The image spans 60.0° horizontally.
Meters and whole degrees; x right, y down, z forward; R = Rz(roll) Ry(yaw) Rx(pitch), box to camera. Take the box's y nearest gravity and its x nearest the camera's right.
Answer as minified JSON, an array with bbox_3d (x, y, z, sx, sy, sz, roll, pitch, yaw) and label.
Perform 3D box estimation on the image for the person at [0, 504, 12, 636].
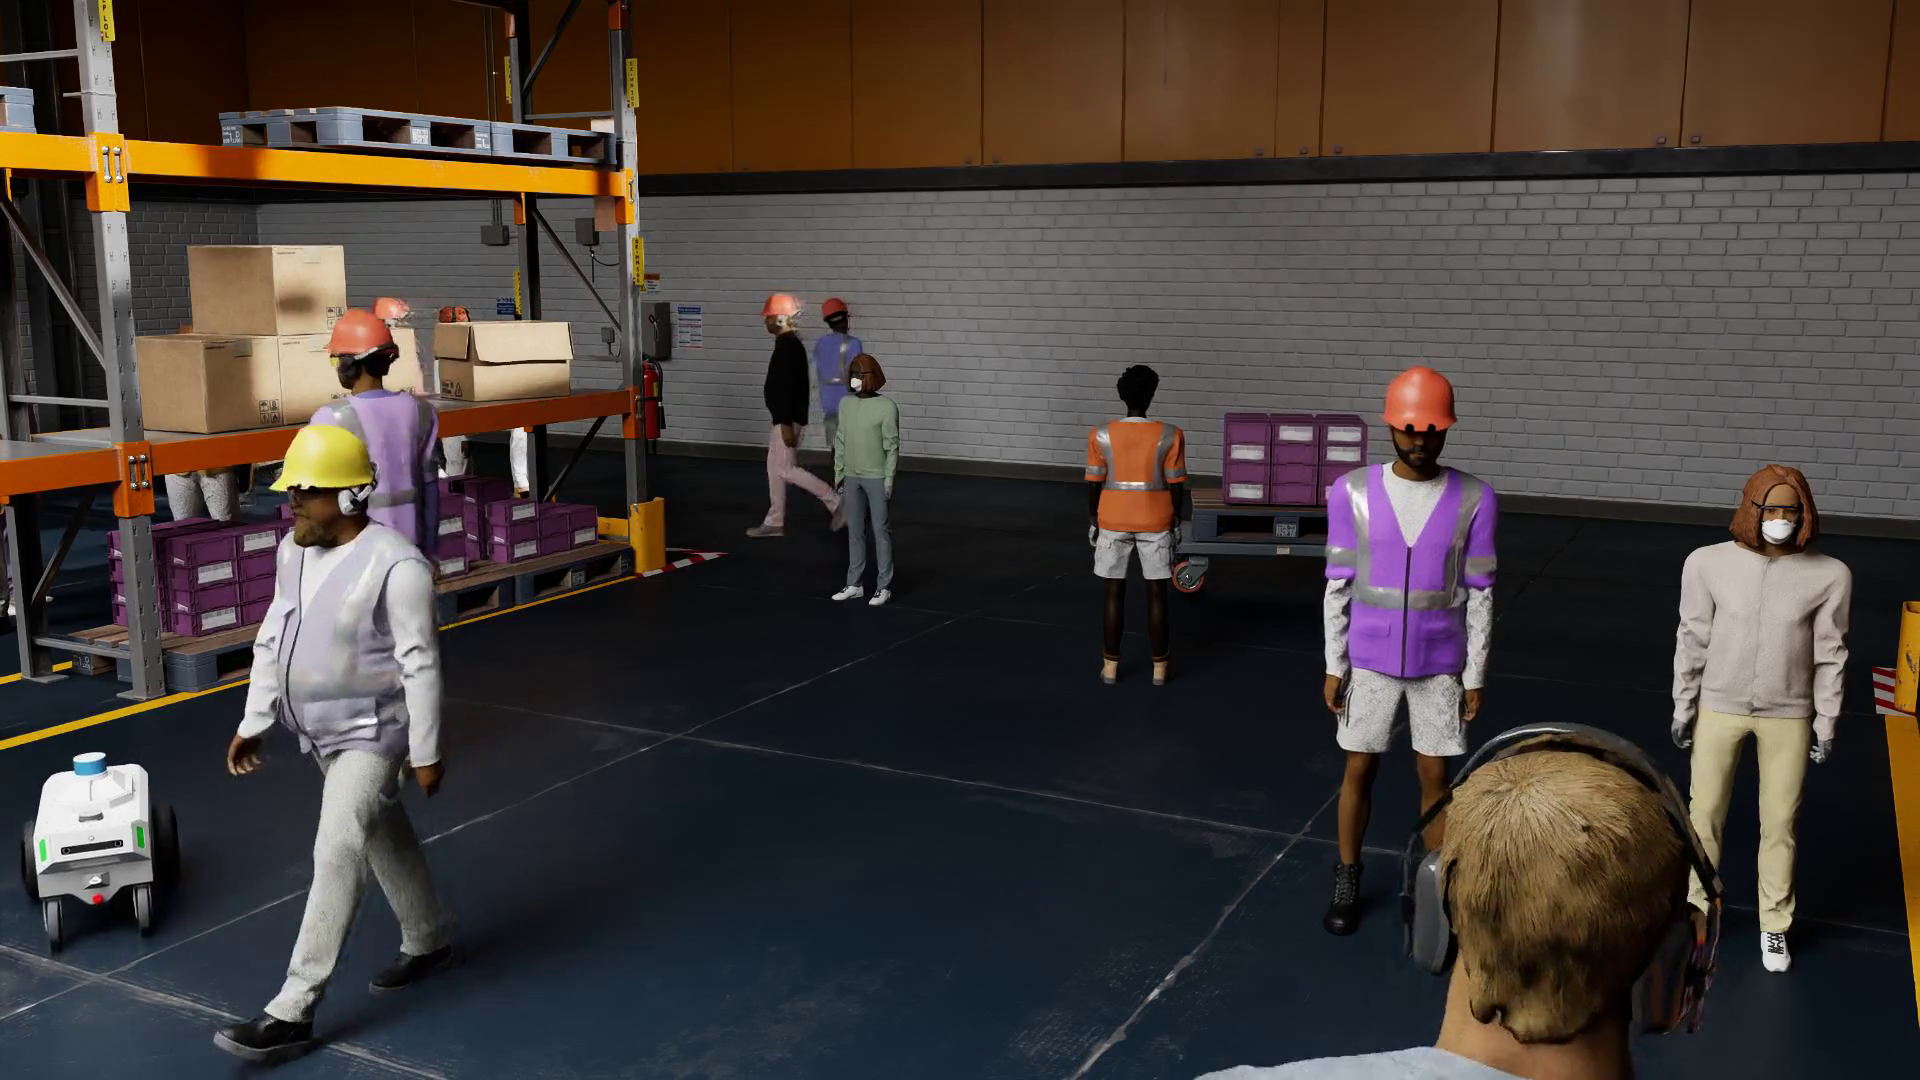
[{"bbox_3d":[-5.928,-0.324,9.851,0.599,1.830,0.404,0,10,0],"label":"person"}]

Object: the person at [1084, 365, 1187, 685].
[{"bbox_3d":[0.925,-0.073,8.790,0.537,1.696,0.321,2,10,10],"label":"person"}]

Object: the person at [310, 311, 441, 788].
[{"bbox_3d":[-2.505,0.052,7.150,0.501,2.041,0.625,6,11,30],"label":"person"}]

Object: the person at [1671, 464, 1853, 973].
[{"bbox_3d":[2.537,0.565,5.310,0.497,1.629,0.277,4,11,22],"label":"person"}]

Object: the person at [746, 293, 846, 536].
[{"bbox_3d":[-1.299,-0.980,13.270,0.791,1.969,0.623,0,10,-1],"label":"person"}]

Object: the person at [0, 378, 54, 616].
[{"bbox_3d":[-6.073,-0.486,10.579,0.400,1.910,0.643,-1,10,-4],"label":"person"}]

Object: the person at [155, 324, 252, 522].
[{"bbox_3d":[-4.844,-0.458,10.633,0.626,1.837,0.428,0,10,-2],"label":"person"}]

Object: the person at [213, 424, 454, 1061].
[{"bbox_3d":[-1.847,0.563,4.840,0.610,1.788,0.918,8,12,38],"label":"person"}]

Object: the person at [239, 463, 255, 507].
[{"bbox_3d":[-6.238,-1.251,15.071,0.964,1.899,0.552,-9,13,-43],"label":"person"}]

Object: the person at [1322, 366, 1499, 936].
[{"bbox_3d":[1.464,0.393,5.459,0.546,1.927,0.411,3,10,15],"label":"person"}]

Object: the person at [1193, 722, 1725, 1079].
[{"bbox_3d":[0.495,1.082,1.507,0.655,1.898,0.922,5,11,25],"label":"person"}]

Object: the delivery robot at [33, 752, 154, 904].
[{"bbox_3d":[-2.983,0.978,5.738,0.477,0.478,0.707,-5,11,-25],"label":"delivery robot"}]

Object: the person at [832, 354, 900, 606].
[{"bbox_3d":[-0.616,-0.394,10.833,0.500,1.633,0.283,7,12,34],"label":"person"}]

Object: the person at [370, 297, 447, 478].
[{"bbox_3d":[-4.408,-0.960,13.258,1.075,1.942,0.627,-2,10,-13],"label":"person"}]

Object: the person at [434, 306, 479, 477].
[{"bbox_3d":[-3.750,-0.803,12.484,0.355,1.882,0.575,-4,11,-24],"label":"person"}]

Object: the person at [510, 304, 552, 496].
[{"bbox_3d":[-4.051,-1.329,15.647,0.430,1.845,0.619,2,10,12],"label":"person"}]

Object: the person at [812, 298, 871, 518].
[{"bbox_3d":[-0.976,-1.134,14.404,0.716,1.897,0.347,9,13,42],"label":"person"}]
